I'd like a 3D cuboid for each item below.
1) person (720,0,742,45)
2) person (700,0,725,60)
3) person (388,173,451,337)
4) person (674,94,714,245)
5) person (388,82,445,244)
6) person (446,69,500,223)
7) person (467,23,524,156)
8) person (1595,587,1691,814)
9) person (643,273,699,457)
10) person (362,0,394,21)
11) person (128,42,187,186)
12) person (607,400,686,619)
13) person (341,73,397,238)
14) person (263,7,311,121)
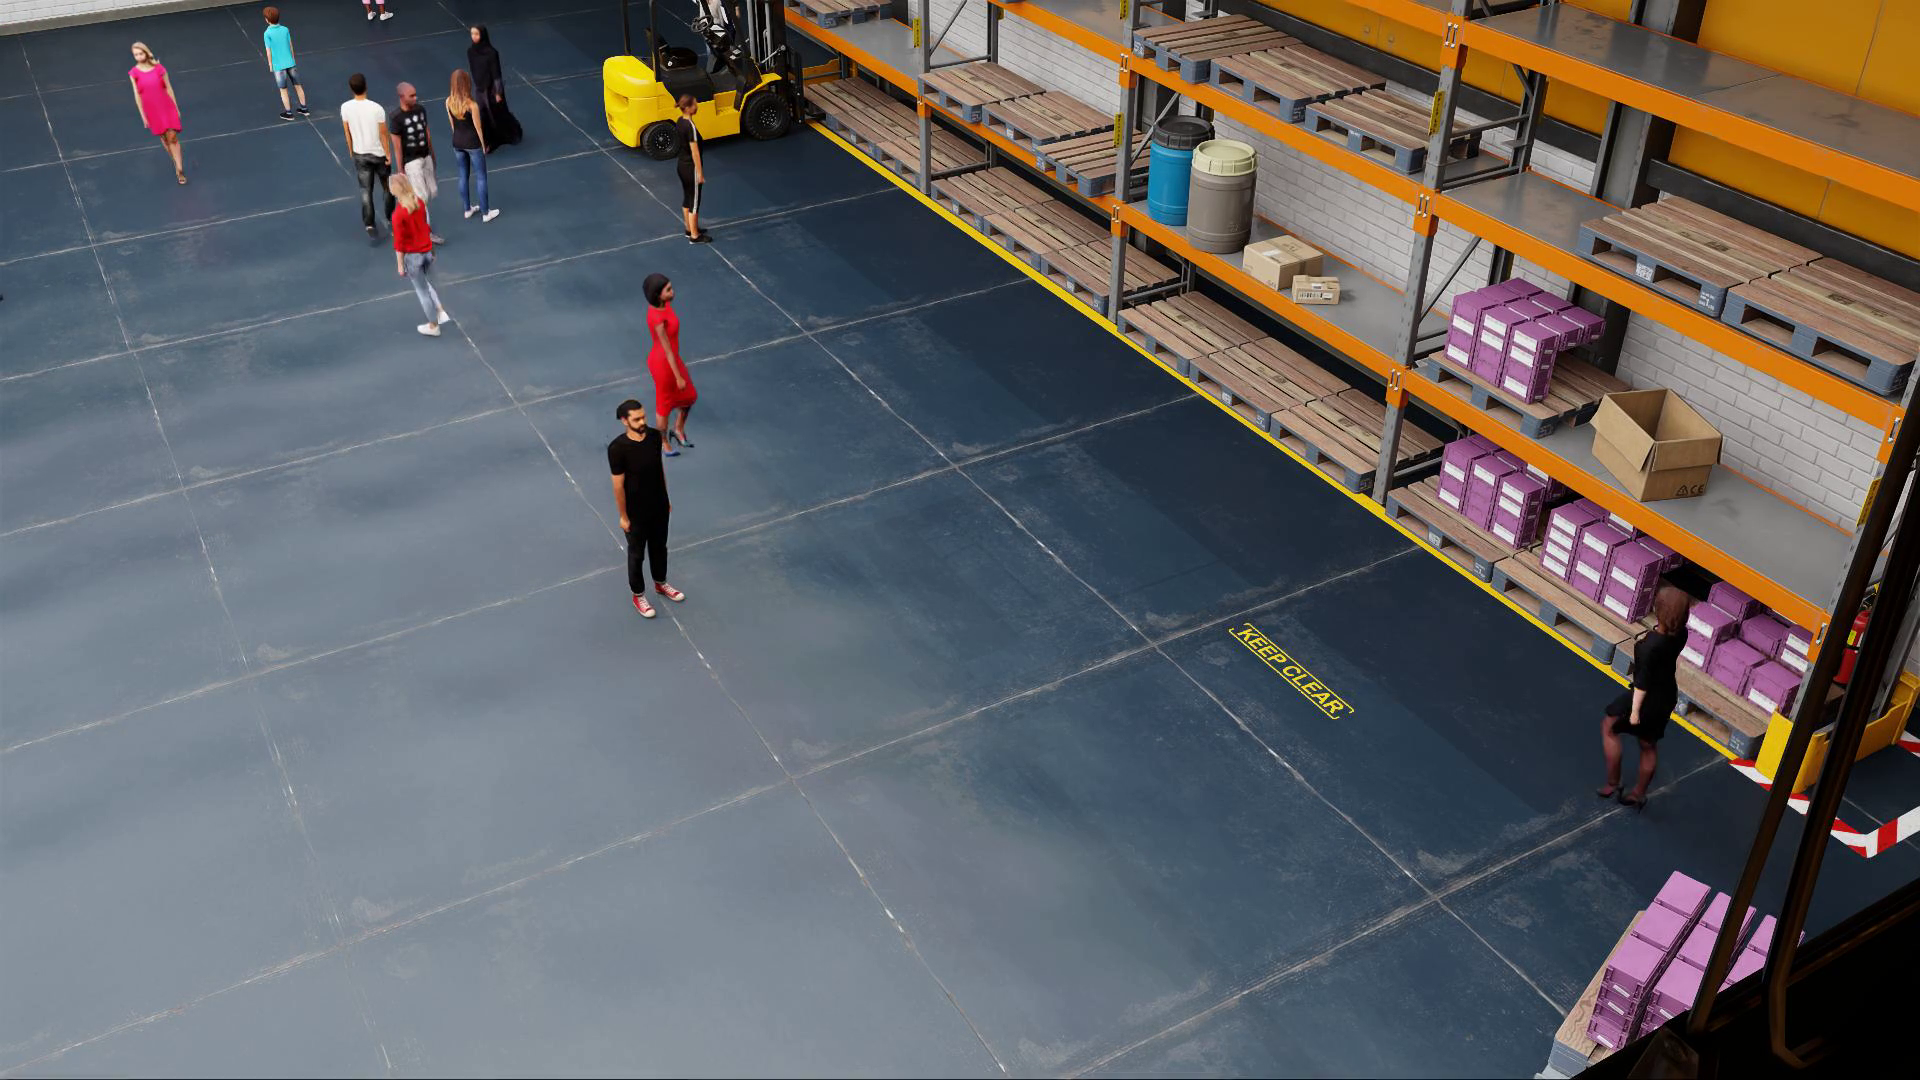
[{"bbox_3d":[-3.294,-7.591,23.565,0.653,1.706,0.466,-19,38,-26],"label":"person"},{"bbox_3d":[-3.469,-7.157,23.268,0.539,1.313,0.560,-2,34,-3],"label":"person"},{"bbox_3d":[-5.258,-2.771,16.320,0.806,1.699,0.755,12,35,17],"label":"person"},{"bbox_3d":[-2.984,-4.103,18.352,0.644,1.669,0.465,-16,37,-22],"label":"person"},{"bbox_3d":[-6.068,-4.184,18.371,1.084,1.782,0.943,20,38,27],"label":"person"},{"bbox_3d":[-5.585,-4.477,18.867,0.640,1.722,0.711,11,35,16],"label":"person"},{"bbox_3d":[-5.827,-5.646,20.741,1.110,1.593,1.123,11,35,16],"label":"person"},{"bbox_3d":[4.438,1.069,10.547,0.583,1.695,0.613,-18,38,-25],"label":"person"},{"bbox_3d":[-2.614,-1.477,14.344,0.779,1.732,0.716,3,34,4],"label":"person"},{"bbox_3d":[-9.076,-8.859,25.442,0.655,1.741,0.696,5,34,8],"label":"person"},{"bbox_3d":[-9.557,-5.155,19.911,0.691,1.695,0.875,-10,35,-15],"label":"person"},{"bbox_3d":[-2.380,-0.264,12.496,0.692,1.758,0.702,26,42,34],"label":"person"},{"bbox_3d":[-6.582,-4.244,18.470,0.937,1.773,1.200,-4,34,-6],"label":"person"},{"bbox_3d":[-8.865,-6.261,21.798,0.570,1.448,0.572,25,41,32],"label":"person"}]
